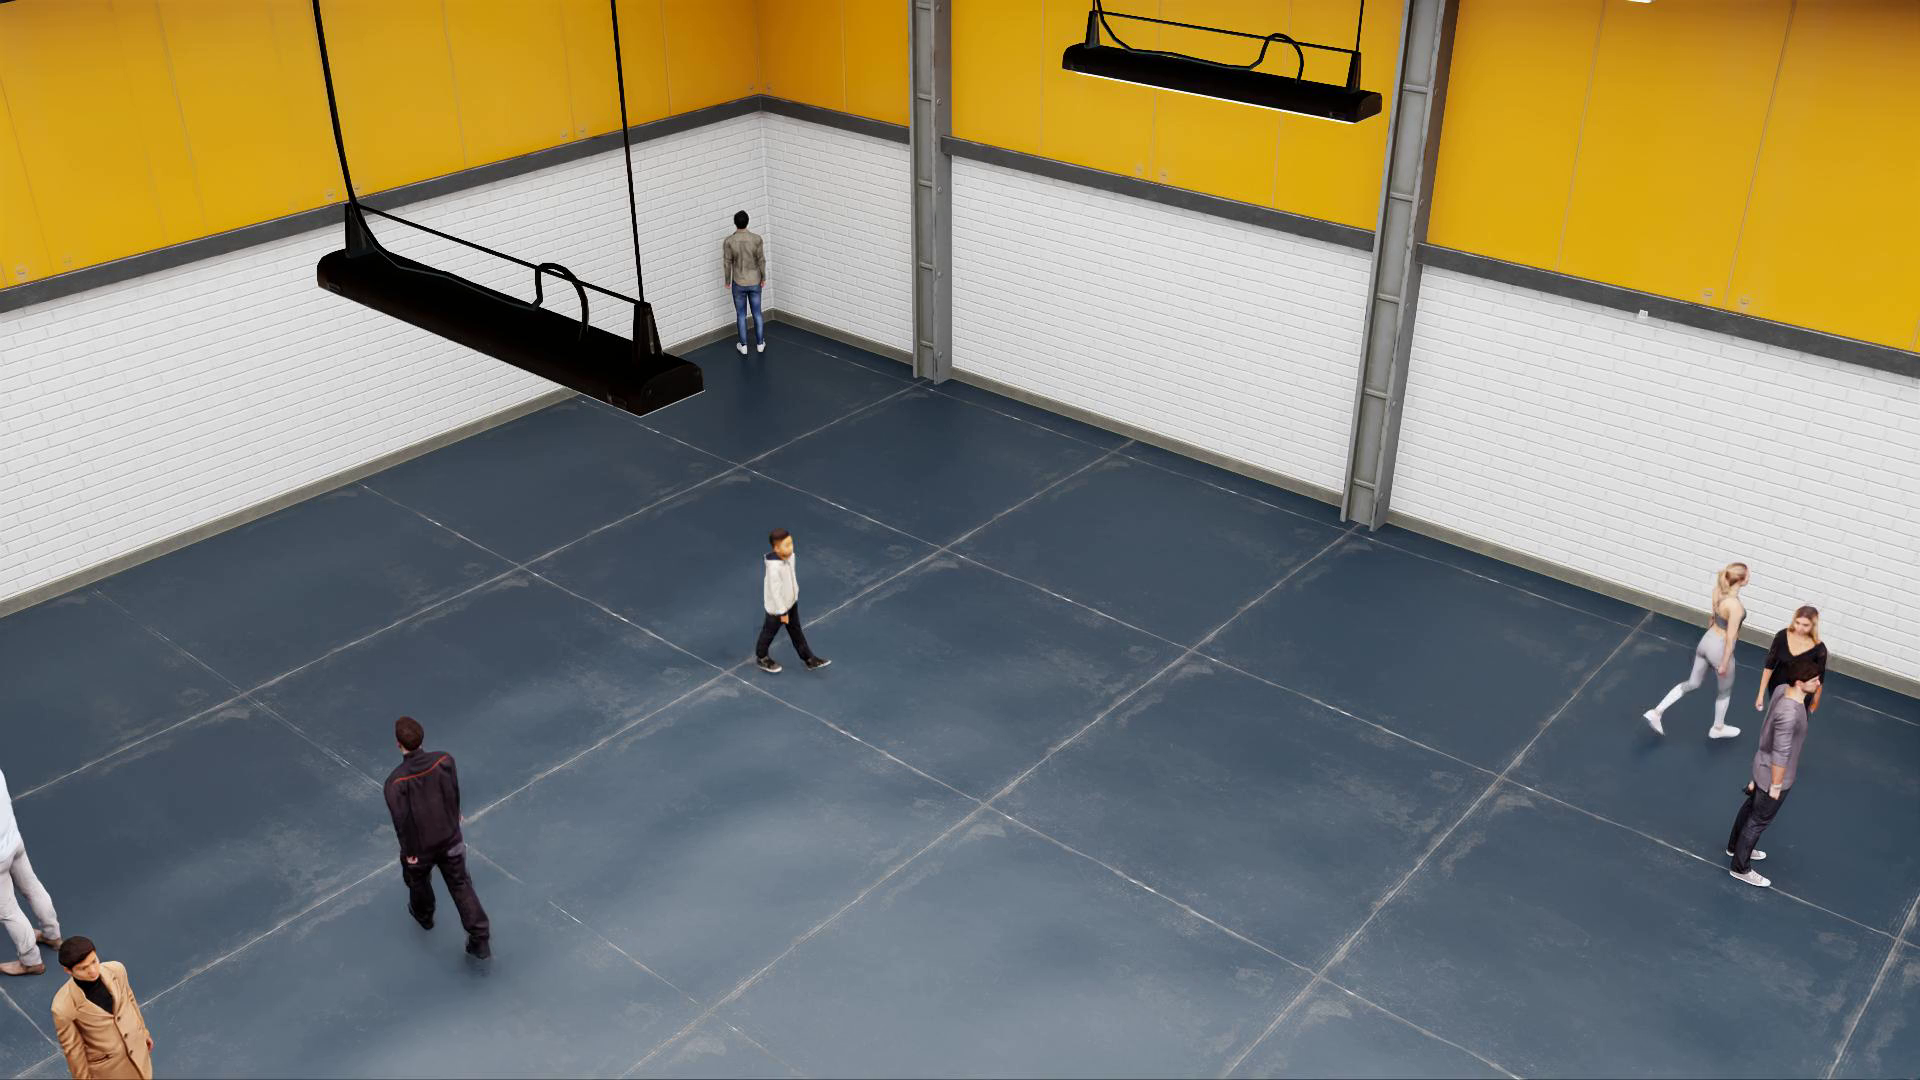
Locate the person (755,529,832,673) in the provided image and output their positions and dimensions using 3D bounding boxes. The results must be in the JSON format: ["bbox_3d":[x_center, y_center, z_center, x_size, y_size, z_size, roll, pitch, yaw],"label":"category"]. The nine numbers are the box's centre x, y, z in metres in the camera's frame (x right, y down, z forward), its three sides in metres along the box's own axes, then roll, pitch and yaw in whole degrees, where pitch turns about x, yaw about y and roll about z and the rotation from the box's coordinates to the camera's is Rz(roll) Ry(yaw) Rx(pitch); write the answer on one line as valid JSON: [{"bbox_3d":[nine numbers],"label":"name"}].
[{"bbox_3d":[-1.648,0.548,14.657,0.986,1.422,0.770,11,30,19],"label":"person"}]

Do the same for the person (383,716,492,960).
[{"bbox_3d":[-3.569,2.074,11.386,0.824,1.875,1.265,-22,36,-35],"label":"person"}]

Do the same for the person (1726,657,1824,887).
[{"bbox_3d":[5.956,1.655,12.179,0.657,1.851,0.737,10,30,18],"label":"person"}]

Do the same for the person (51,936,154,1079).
[{"bbox_3d":[-5.020,3.010,9.825,0.704,1.727,0.717,13,31,22],"label":"person"}]

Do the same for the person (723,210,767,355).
[{"bbox_3d":[-2.730,-3.285,21.221,0.792,1.864,0.808,-7,29,-13],"label":"person"}]

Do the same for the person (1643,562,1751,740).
[{"bbox_3d":[6.145,0.931,13.684,1.068,1.681,1.045,-4,29,-8],"label":"person"}]

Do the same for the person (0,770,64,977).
[{"bbox_3d":[-6.527,2.126,11.276,0.754,1.889,0.748,4,29,6],"label":"person"}]

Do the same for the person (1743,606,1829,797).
[{"bbox_3d":[6.619,1.218,13.206,0.732,1.634,0.979,-23,36,-35],"label":"person"}]
